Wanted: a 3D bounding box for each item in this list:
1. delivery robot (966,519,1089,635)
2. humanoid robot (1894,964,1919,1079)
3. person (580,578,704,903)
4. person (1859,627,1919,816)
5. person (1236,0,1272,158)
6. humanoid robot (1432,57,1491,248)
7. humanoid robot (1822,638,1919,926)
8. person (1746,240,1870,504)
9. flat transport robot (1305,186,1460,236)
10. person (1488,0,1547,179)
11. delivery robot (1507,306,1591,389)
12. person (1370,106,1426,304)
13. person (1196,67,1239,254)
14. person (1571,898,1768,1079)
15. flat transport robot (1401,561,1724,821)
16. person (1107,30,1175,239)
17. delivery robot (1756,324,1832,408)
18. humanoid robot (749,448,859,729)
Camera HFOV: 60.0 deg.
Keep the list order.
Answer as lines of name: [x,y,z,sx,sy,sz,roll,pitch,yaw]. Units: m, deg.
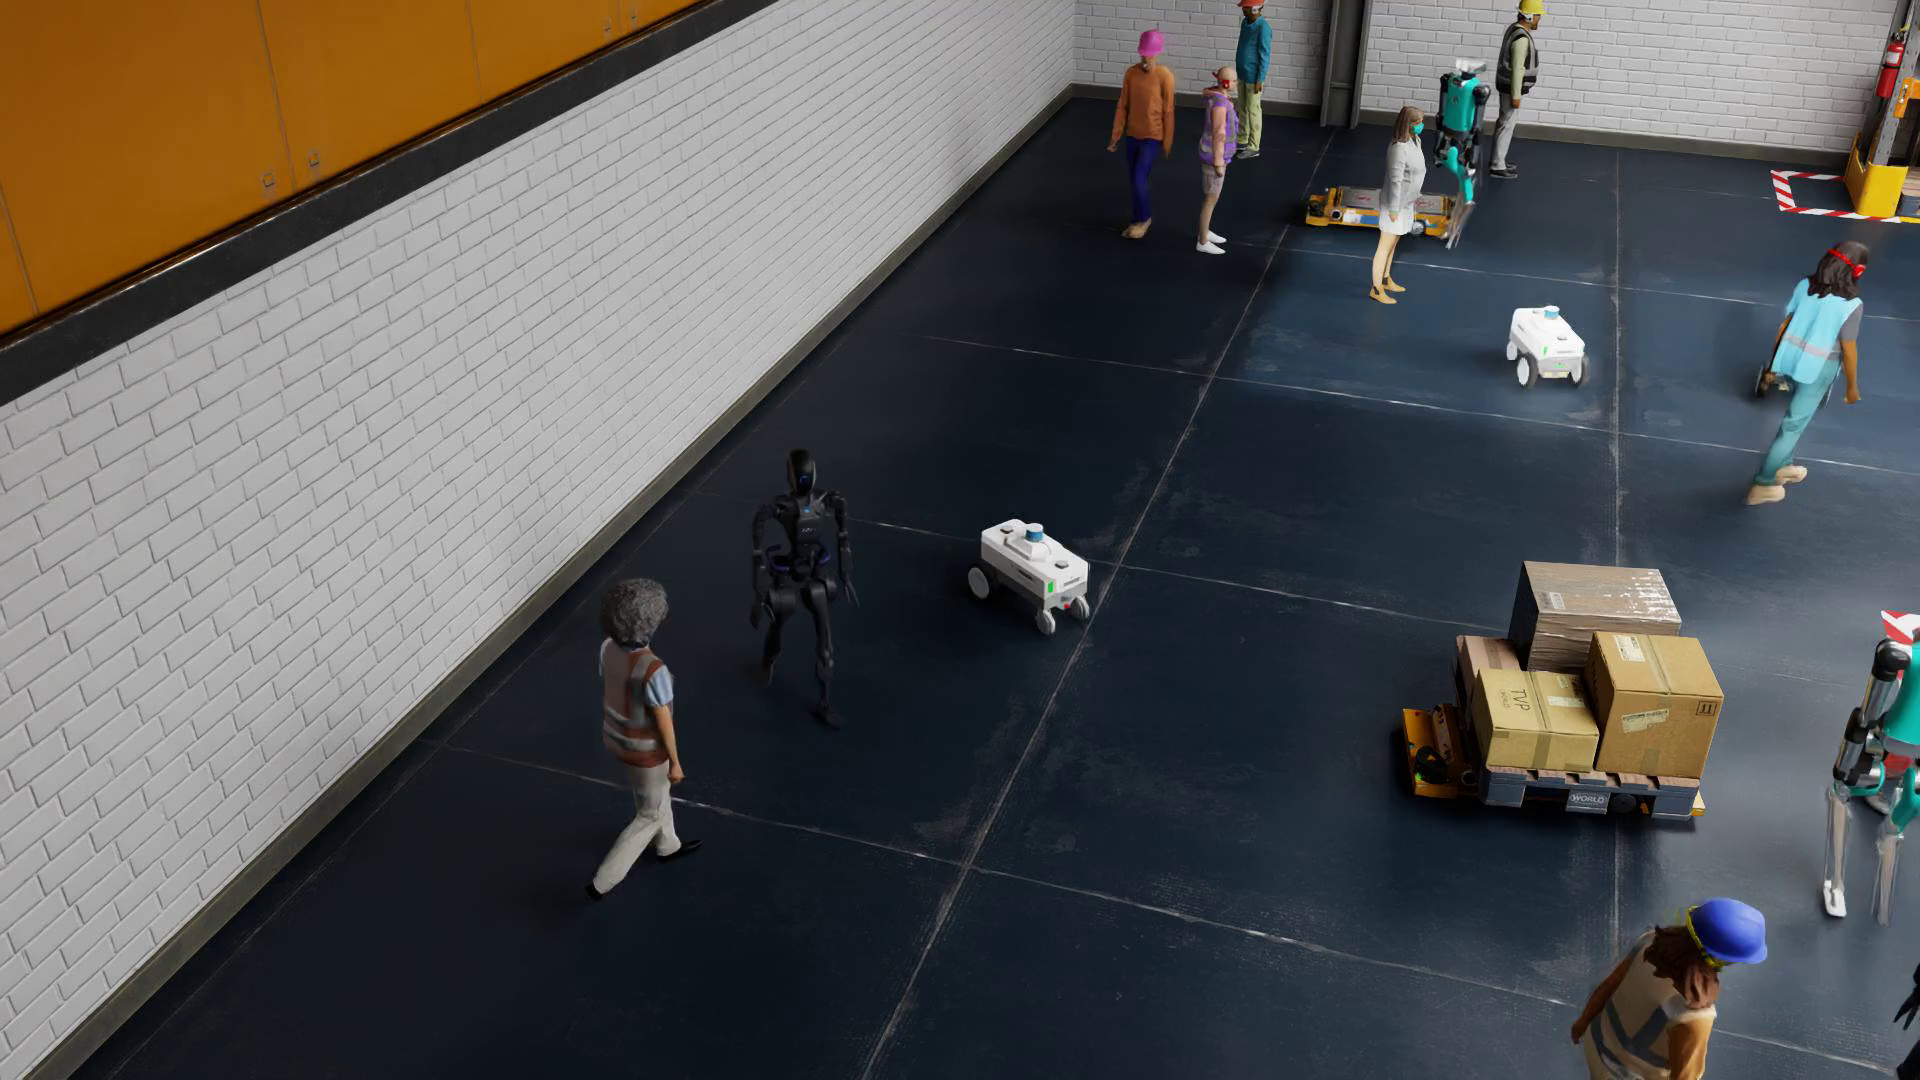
delivery robot: [0.429,0.178,10.059,0.499,0.613,0.807,-21,36,-32]
humanoid robot: [3.828,1.808,6.168,0.452,1.647,0.610,-13,33,-20]
person: [-1.520,0.954,7.623,0.681,1.656,0.483,-26,39,-36]
person: [4.850,0.570,8.214,0.365,1.733,0.606,22,37,32]
person: [3.040,-4.923,17.536,0.337,1.747,0.567,-9,32,-14]
humanoid robot: [4.665,-3.500,15.193,0.723,1.843,0.559,-17,35,-27]
humanoid robot: [4.200,1.002,7.524,0.539,1.848,0.669,8,31,14]
person: [5.664,-1.095,10.925,0.724,1.844,0.536,-11,32,-18]
flat transport robot: [4.081,-3.166,16.011,1.431,0.231,0.659,7,31,13]
person: [5.658,-4.623,16.961,0.403,1.824,0.593,5,31,9]
delivery robot: [4.556,-1.531,12.936,0.499,0.583,0.767,-2,31,-3]
person: [3.727,-2.842,14.085,0.337,1.659,0.486,15,34,24]
person: [2.328,-3.446,15.088,0.347,1.687,0.488,5,31,8]
person: [2.428,1.902,5.935,0.670,1.728,0.487,1,30,2]
flat transport robot: [3.084,1.124,8.713,1.431,0.231,0.659,4,31,6]
person: [1.666,-3.696,15.252,0.570,1.957,0.494,26,39,36]
delivery robot: [6.395,-1.367,12.684,0.499,0.611,0.809,13,33,21]
humanoid robot: [-0.873,0.192,8.960,0.599,1.634,0.682,-12,33,-20]
